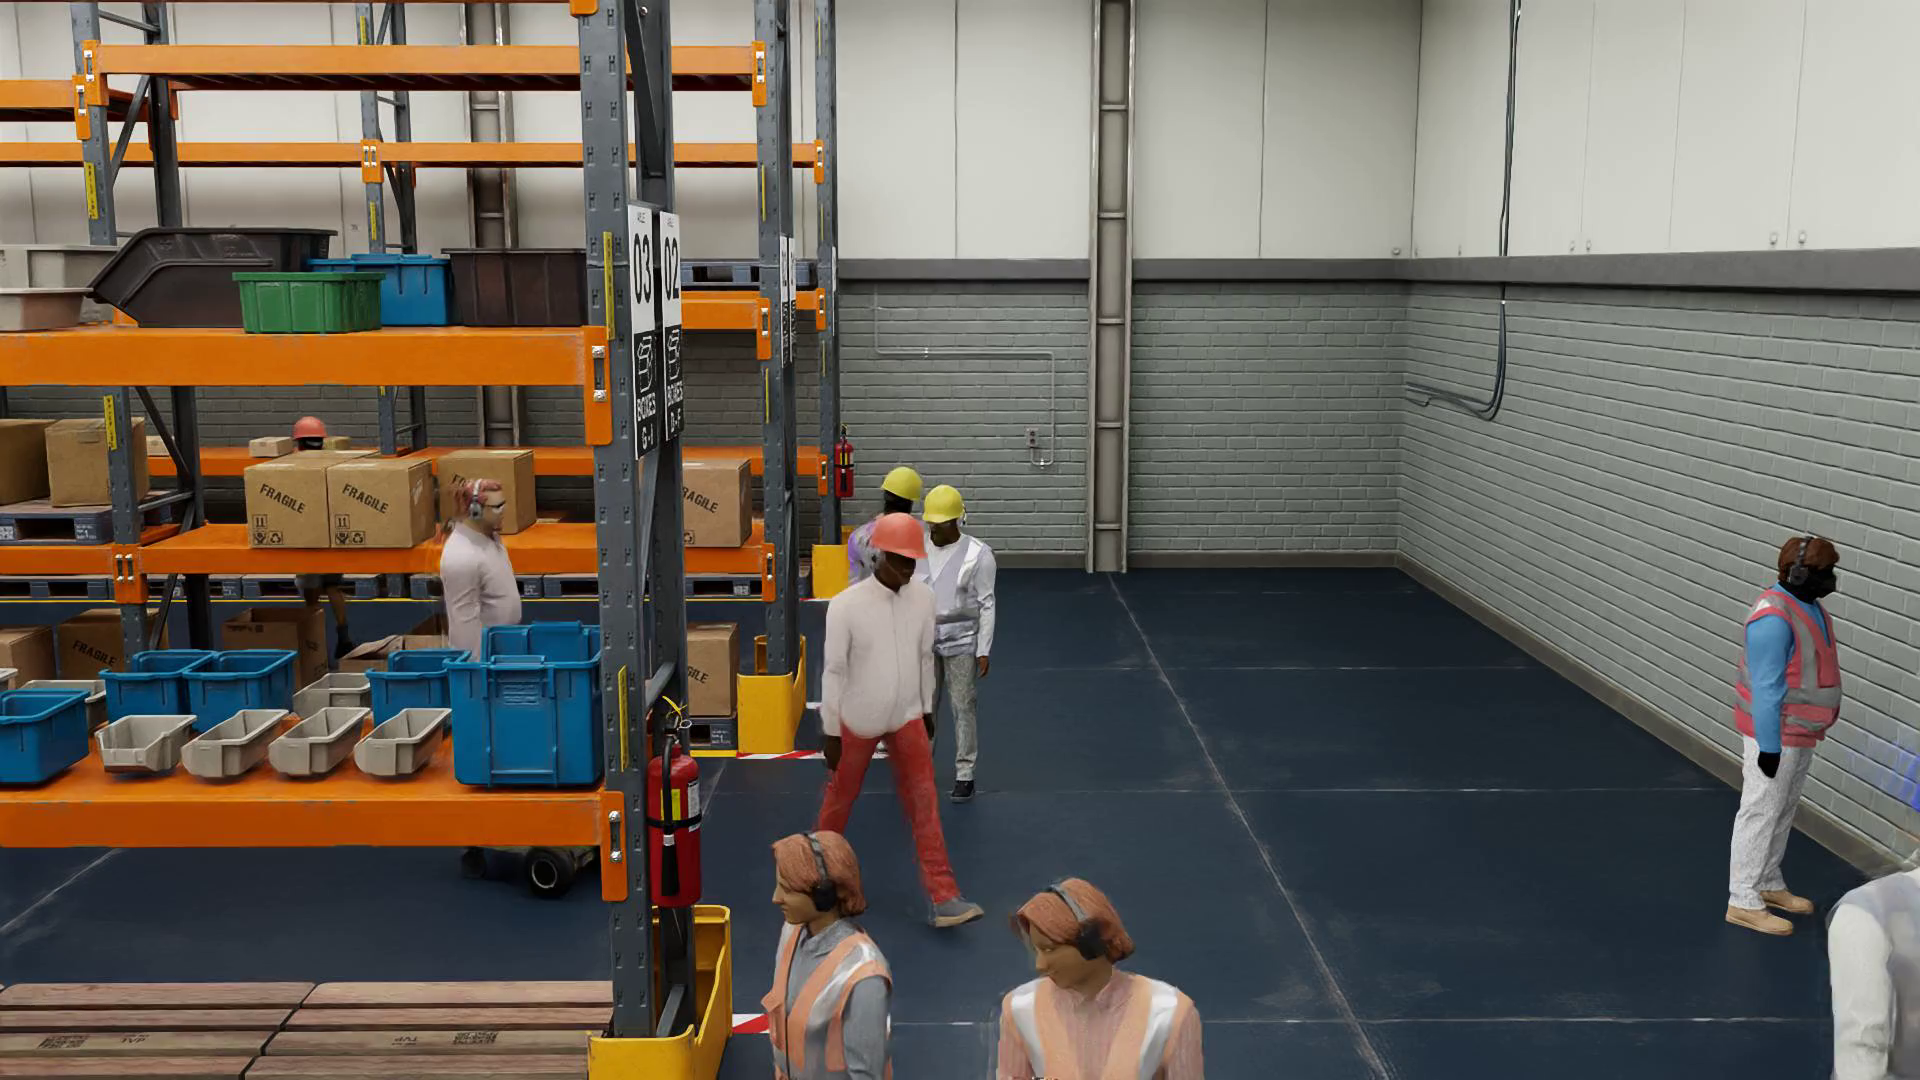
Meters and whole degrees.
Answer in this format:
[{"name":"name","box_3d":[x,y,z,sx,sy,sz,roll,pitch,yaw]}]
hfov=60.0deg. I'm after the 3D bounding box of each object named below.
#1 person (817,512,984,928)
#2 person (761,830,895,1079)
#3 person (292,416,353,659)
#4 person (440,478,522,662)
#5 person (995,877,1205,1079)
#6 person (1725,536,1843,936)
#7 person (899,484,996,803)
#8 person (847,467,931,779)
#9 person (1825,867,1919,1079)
[{"name":"person","box_3d":[-0.315,0.832,7.669,0.673,1.919,1.081,-6,11,-34]},{"name":"person","box_3d":[-0.324,1.535,4.291,0.314,1.634,0.525,-5,11,-30]},{"name":"person","box_3d":[-4.884,0.020,12.653,0.438,1.920,0.596,8,12,40]},{"name":"person","box_3d":[-2.598,0.597,9.186,0.432,1.894,0.657,0,9,-1]},{"name":"person","box_3d":[0.378,1.597,3.966,0.612,1.600,0.346,3,10,16]},{"name":"person","box_3d":[3.810,0.883,7.666,0.431,1.835,0.624,8,12,41]},{"name":"person","box_3d":[-0.094,0.585,9.495,0.588,1.826,0.403,4,10,23]},{"name":"person","box_3d":[-0.384,0.478,10.071,0.575,1.852,0.976,1,9,7]},{"name":"person","box_3d":[2.358,1.454,3.926,0.601,1.910,0.909,-1,9,-5]}]
